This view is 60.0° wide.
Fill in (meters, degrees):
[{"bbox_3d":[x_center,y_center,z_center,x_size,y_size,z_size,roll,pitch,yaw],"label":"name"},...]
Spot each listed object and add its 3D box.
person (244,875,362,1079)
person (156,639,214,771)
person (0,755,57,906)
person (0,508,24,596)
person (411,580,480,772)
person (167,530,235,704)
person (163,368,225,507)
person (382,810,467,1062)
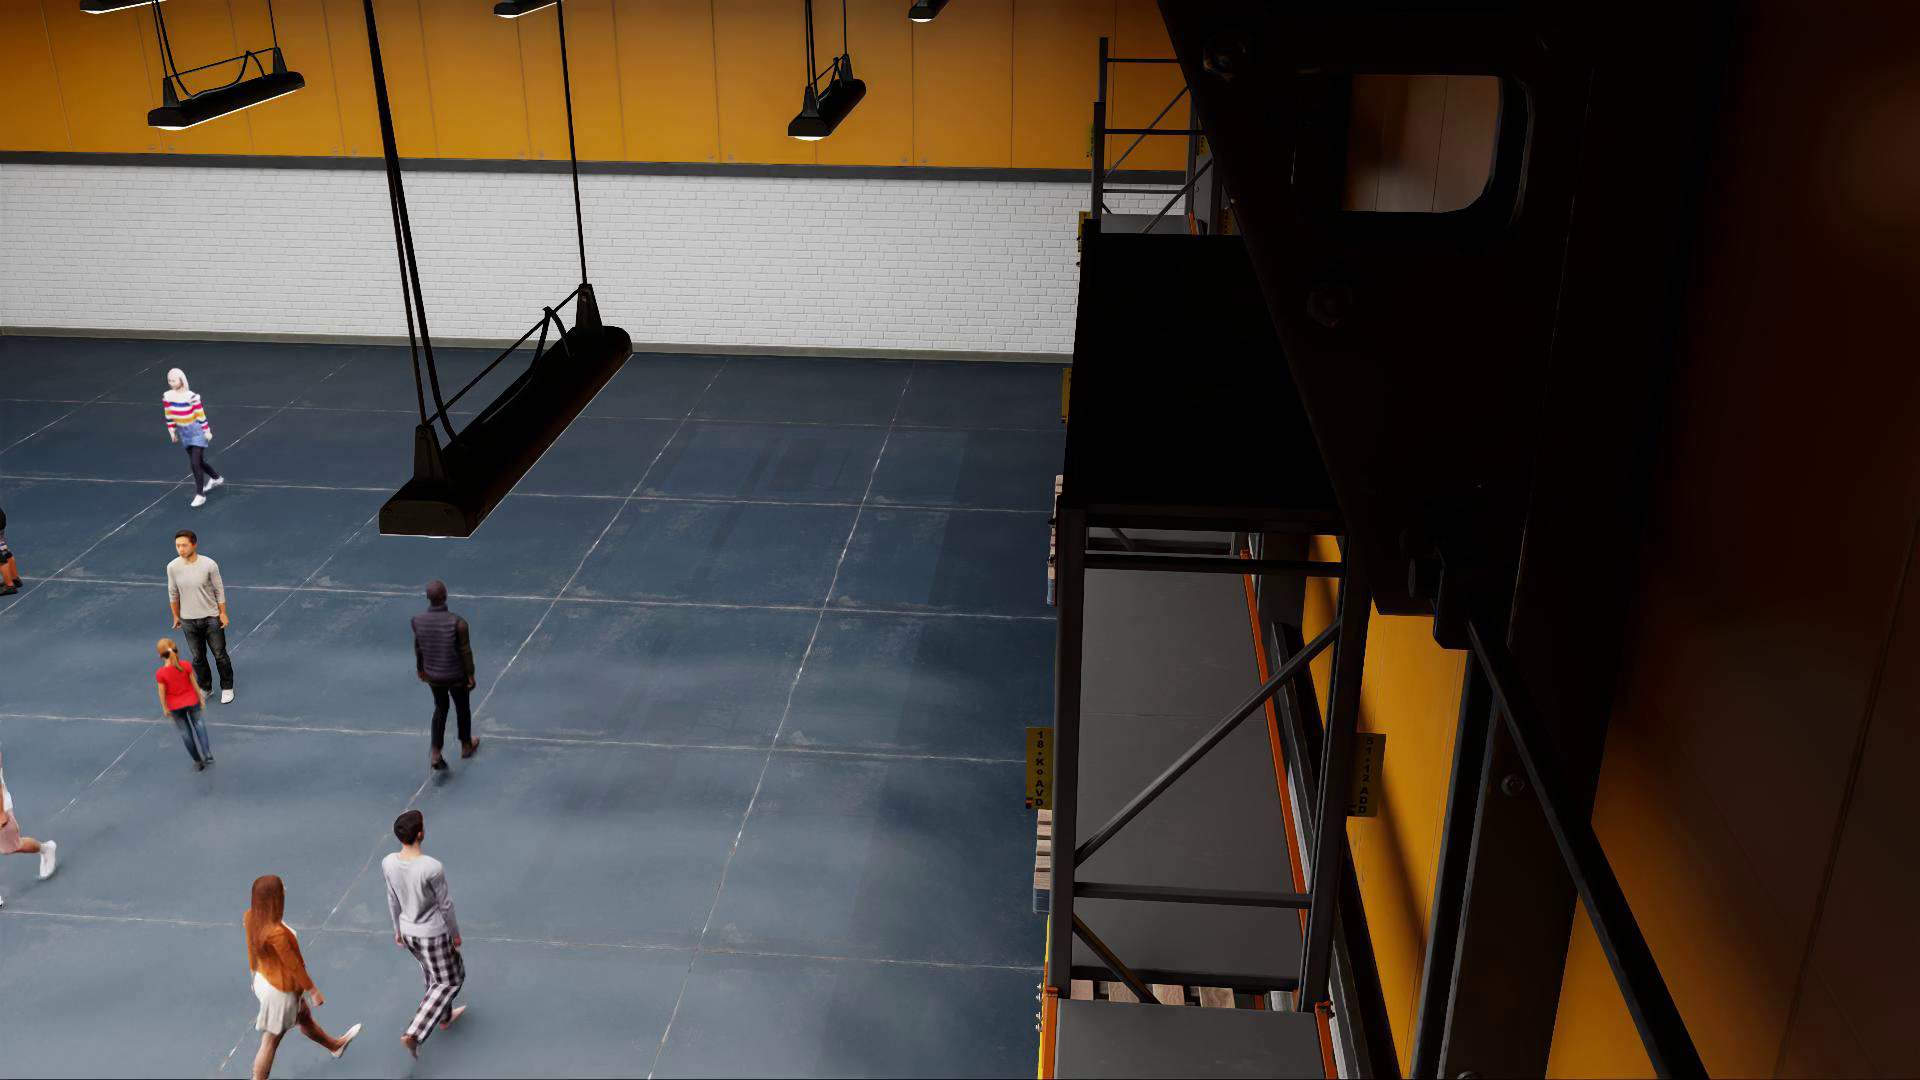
[{"bbox_3d":[-4.588,3.022,10.997,1.157,1.677,1.064,-21,31,-39],"label":"person"},{"bbox_3d":[-6.961,1.507,14.932,0.591,1.301,0.647,-14,27,-30],"label":"person"},{"bbox_3d":[-7.596,2.051,13.110,0.745,1.765,1.097,6,24,12],"label":"person"},{"bbox_3d":[-10.697,-0.199,18.383,0.700,1.664,0.577,-8,25,-17],"label":"person"},{"bbox_3d":[-4.644,1.239,14.893,0.741,1.824,0.982,3,24,7],"label":"person"},{"bbox_3d":[-7.331,0.726,16.083,0.704,1.811,0.608,-3,24,-6],"label":"person"},{"bbox_3d":[-9.575,-1.337,20.858,0.763,1.767,1.028,6,24,14],"label":"person"},{"bbox_3d":[-3.717,2.744,11.448,0.797,1.826,1.028,8,25,18],"label":"person"}]
